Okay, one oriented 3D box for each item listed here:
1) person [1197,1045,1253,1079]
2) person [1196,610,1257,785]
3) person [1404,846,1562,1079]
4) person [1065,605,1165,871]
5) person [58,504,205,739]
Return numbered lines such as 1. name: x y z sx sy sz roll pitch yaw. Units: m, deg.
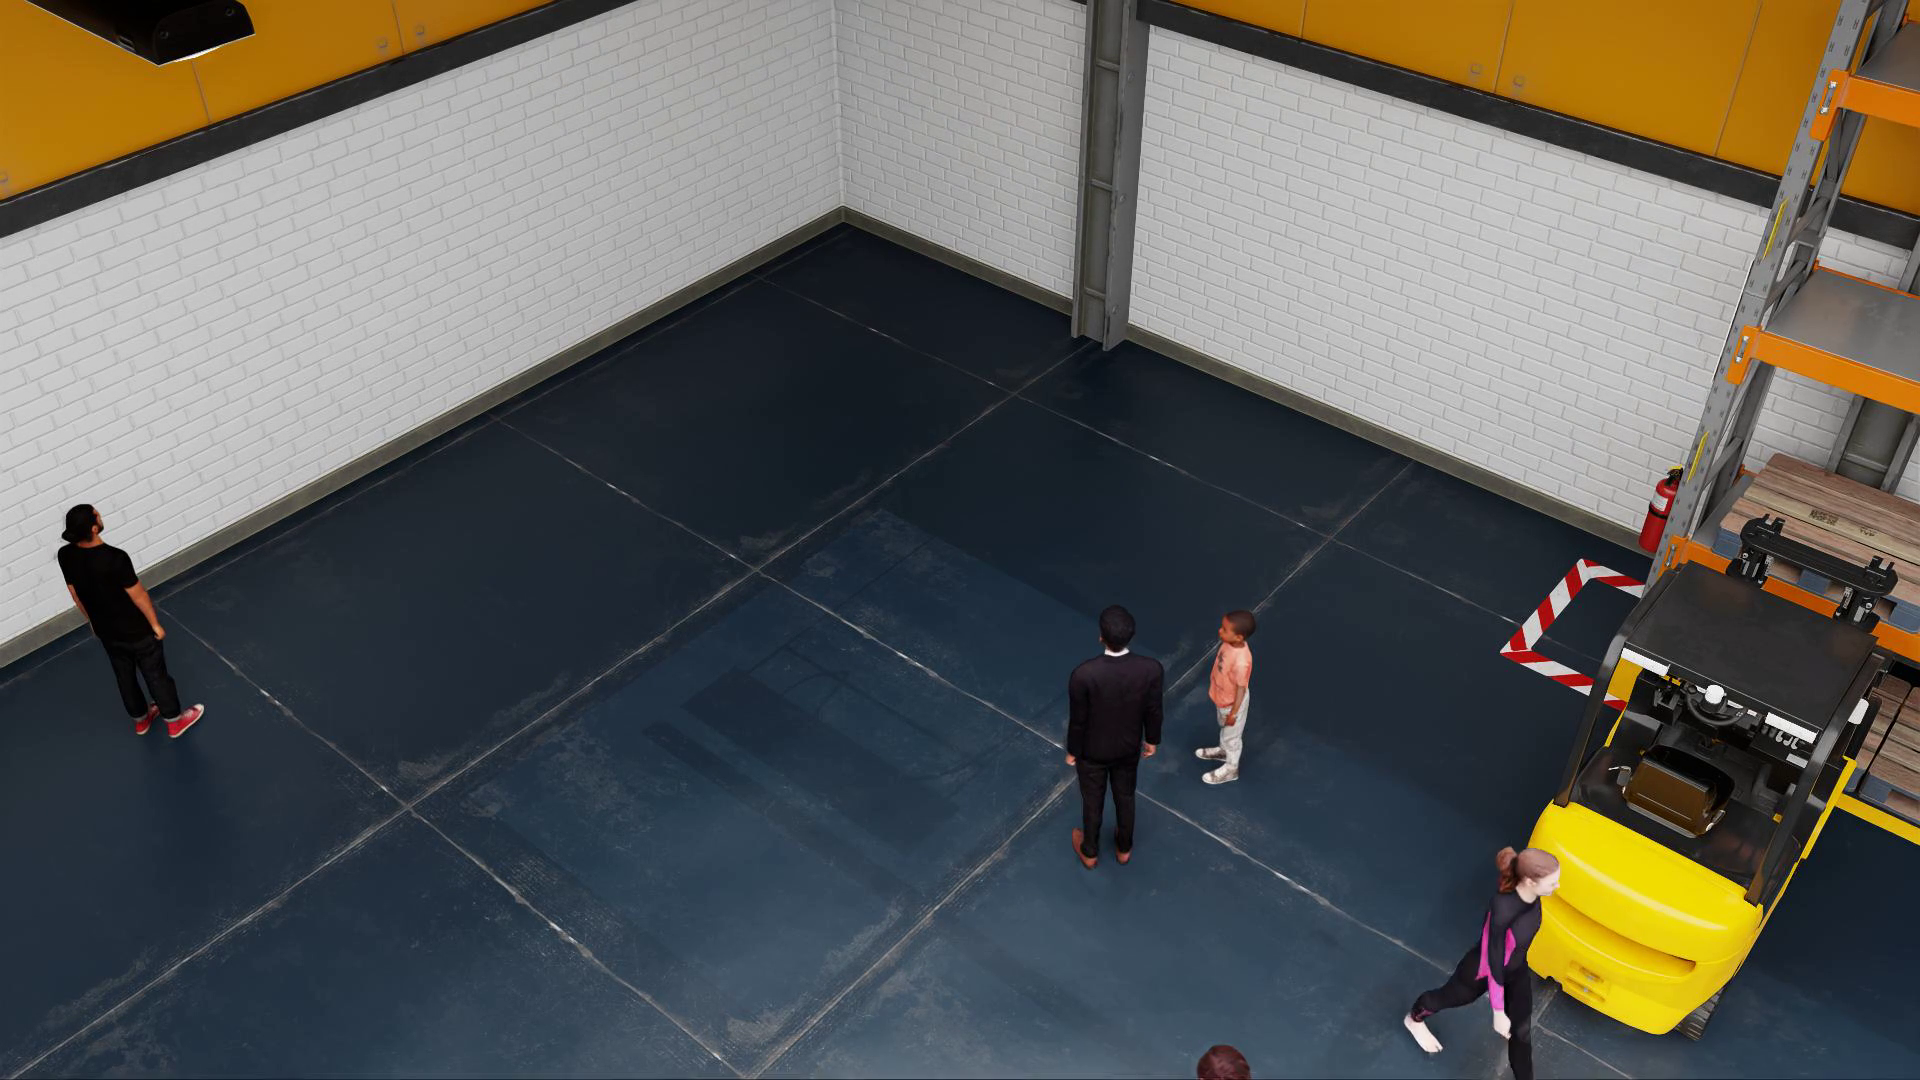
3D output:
1. person: 1.070 2.808 7.369 0.668 1.794 0.618 -22 44 -25
2. person: 1.653 0.936 10.101 0.618 1.310 0.562 -2 39 -3
3. person: 2.579 2.120 8.319 0.753 1.684 1.223 -25 45 -28
4. person: 0.846 1.137 9.393 0.768 1.879 0.798 -6 39 -8
5. person: -5.180 0.507 10.280 0.656 1.757 0.772 6 39 7
